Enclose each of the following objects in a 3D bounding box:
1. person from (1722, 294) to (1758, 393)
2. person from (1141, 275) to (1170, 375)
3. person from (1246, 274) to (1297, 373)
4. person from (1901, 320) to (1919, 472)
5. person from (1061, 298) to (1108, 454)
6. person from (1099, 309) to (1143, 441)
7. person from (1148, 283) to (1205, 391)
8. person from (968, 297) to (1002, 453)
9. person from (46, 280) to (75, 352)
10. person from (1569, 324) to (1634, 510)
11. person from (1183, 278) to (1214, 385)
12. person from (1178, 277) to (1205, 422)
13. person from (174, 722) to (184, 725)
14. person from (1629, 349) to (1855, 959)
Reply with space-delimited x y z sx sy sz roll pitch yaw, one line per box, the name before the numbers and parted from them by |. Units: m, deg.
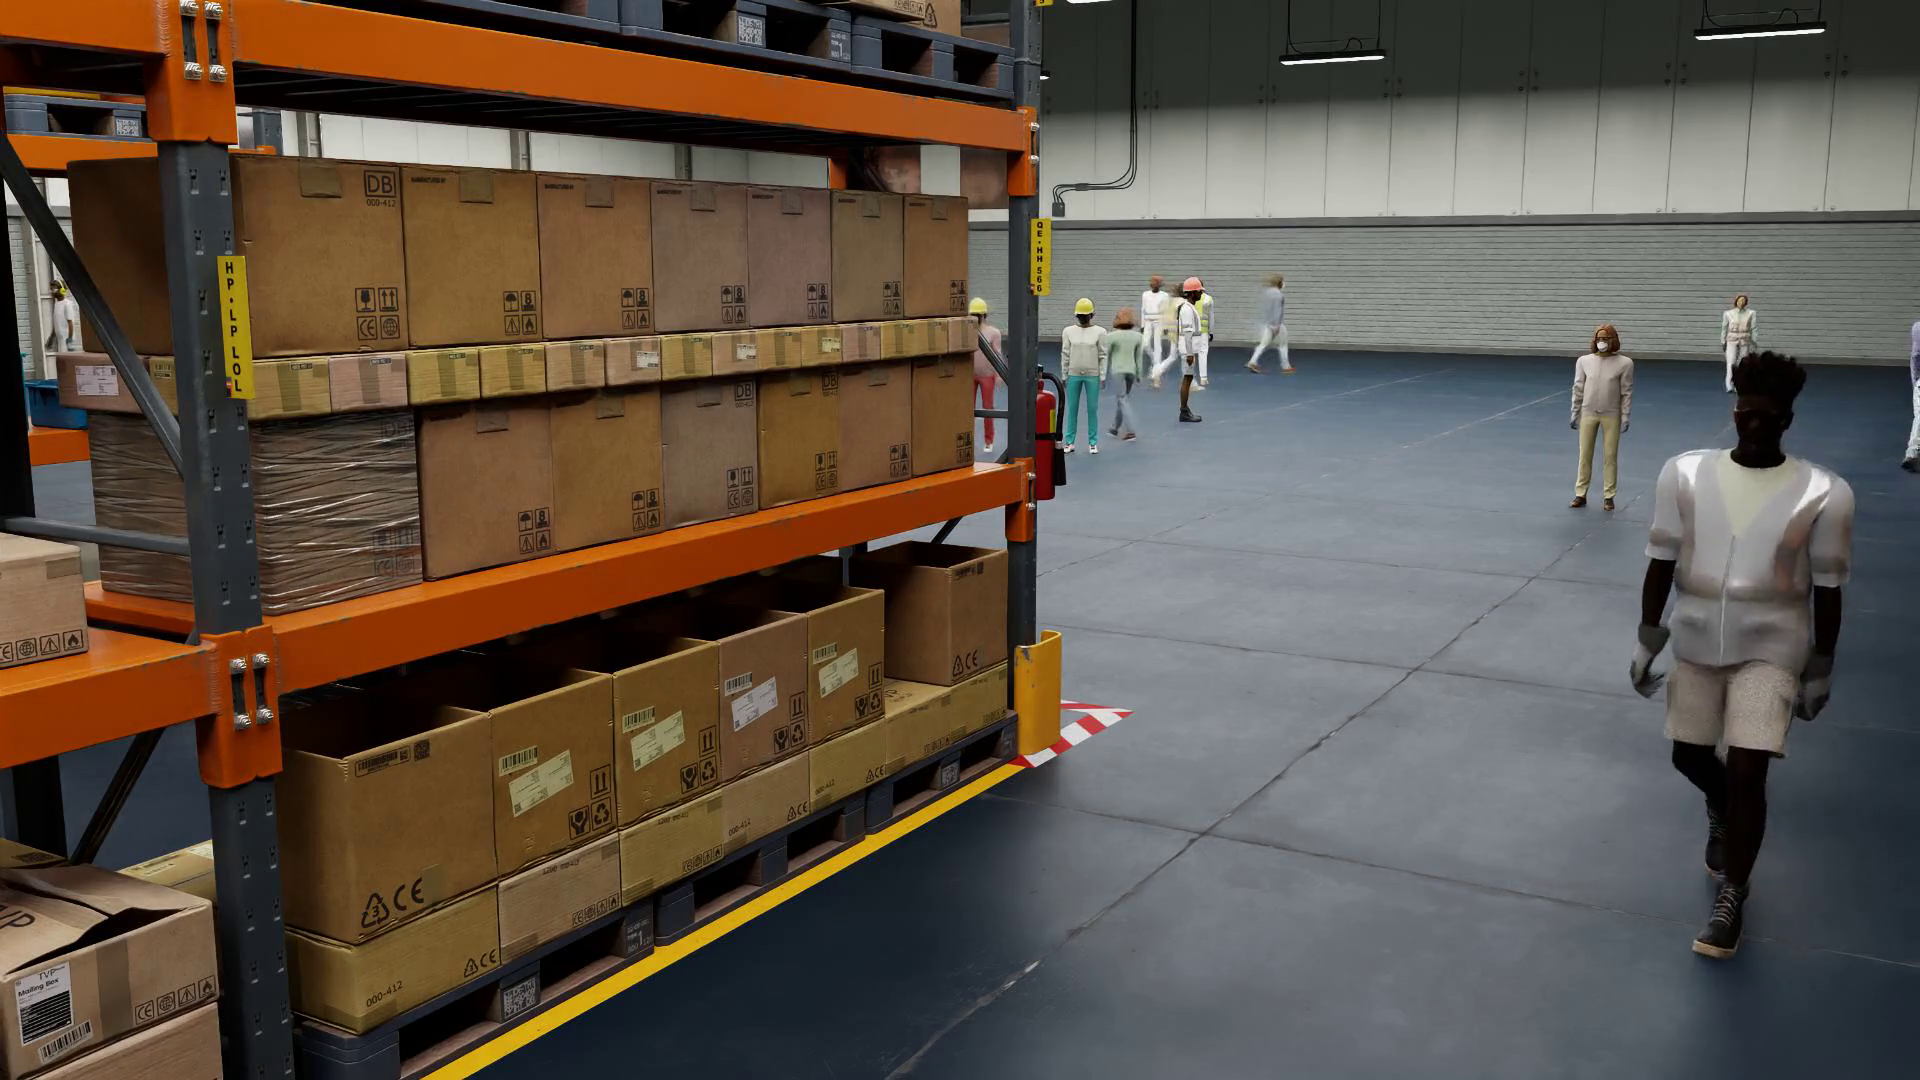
person | 12.637 -3.166 26.959 0.530 1.603 0.831 3 10 19
person | 3.654 -4.029 31.225 0.605 1.866 0.422 7 12 36
person | 5.927 -4.100 31.568 0.968 1.903 0.639 -2 10 -13
person | 10.065 -1.629 17.112 1.025 1.886 0.651 -9 13 -44
person | 1.397 -1.845 18.772 0.525 1.758 0.340 2 10 14
person | 1.965 -2.009 20.217 0.514 1.583 0.856 -5 11 -25
person | 3.587 -3.359 27.496 0.885 1.808 0.627 -1 10 -7
person | 0.206 -1.860 18.849 0.532 1.770 0.345 3 10 16
person | -13.817 -3.059 25.583 0.532 1.865 0.368 9 13 42
person | 5.644 -1.081 14.657 0.507 1.633 0.277 6 11 32
person | 4.082 -3.599 28.791 0.633 1.841 0.429 2 10 12
person | 3.114 -2.558 22.402 0.343 1.942 0.552 2 10 9
person | -3.633 0.003 7.782 0.621 1.809 0.732 4 11 23
person | 2.598 0.330 5.517 0.616 1.940 0.832 8 13 40
